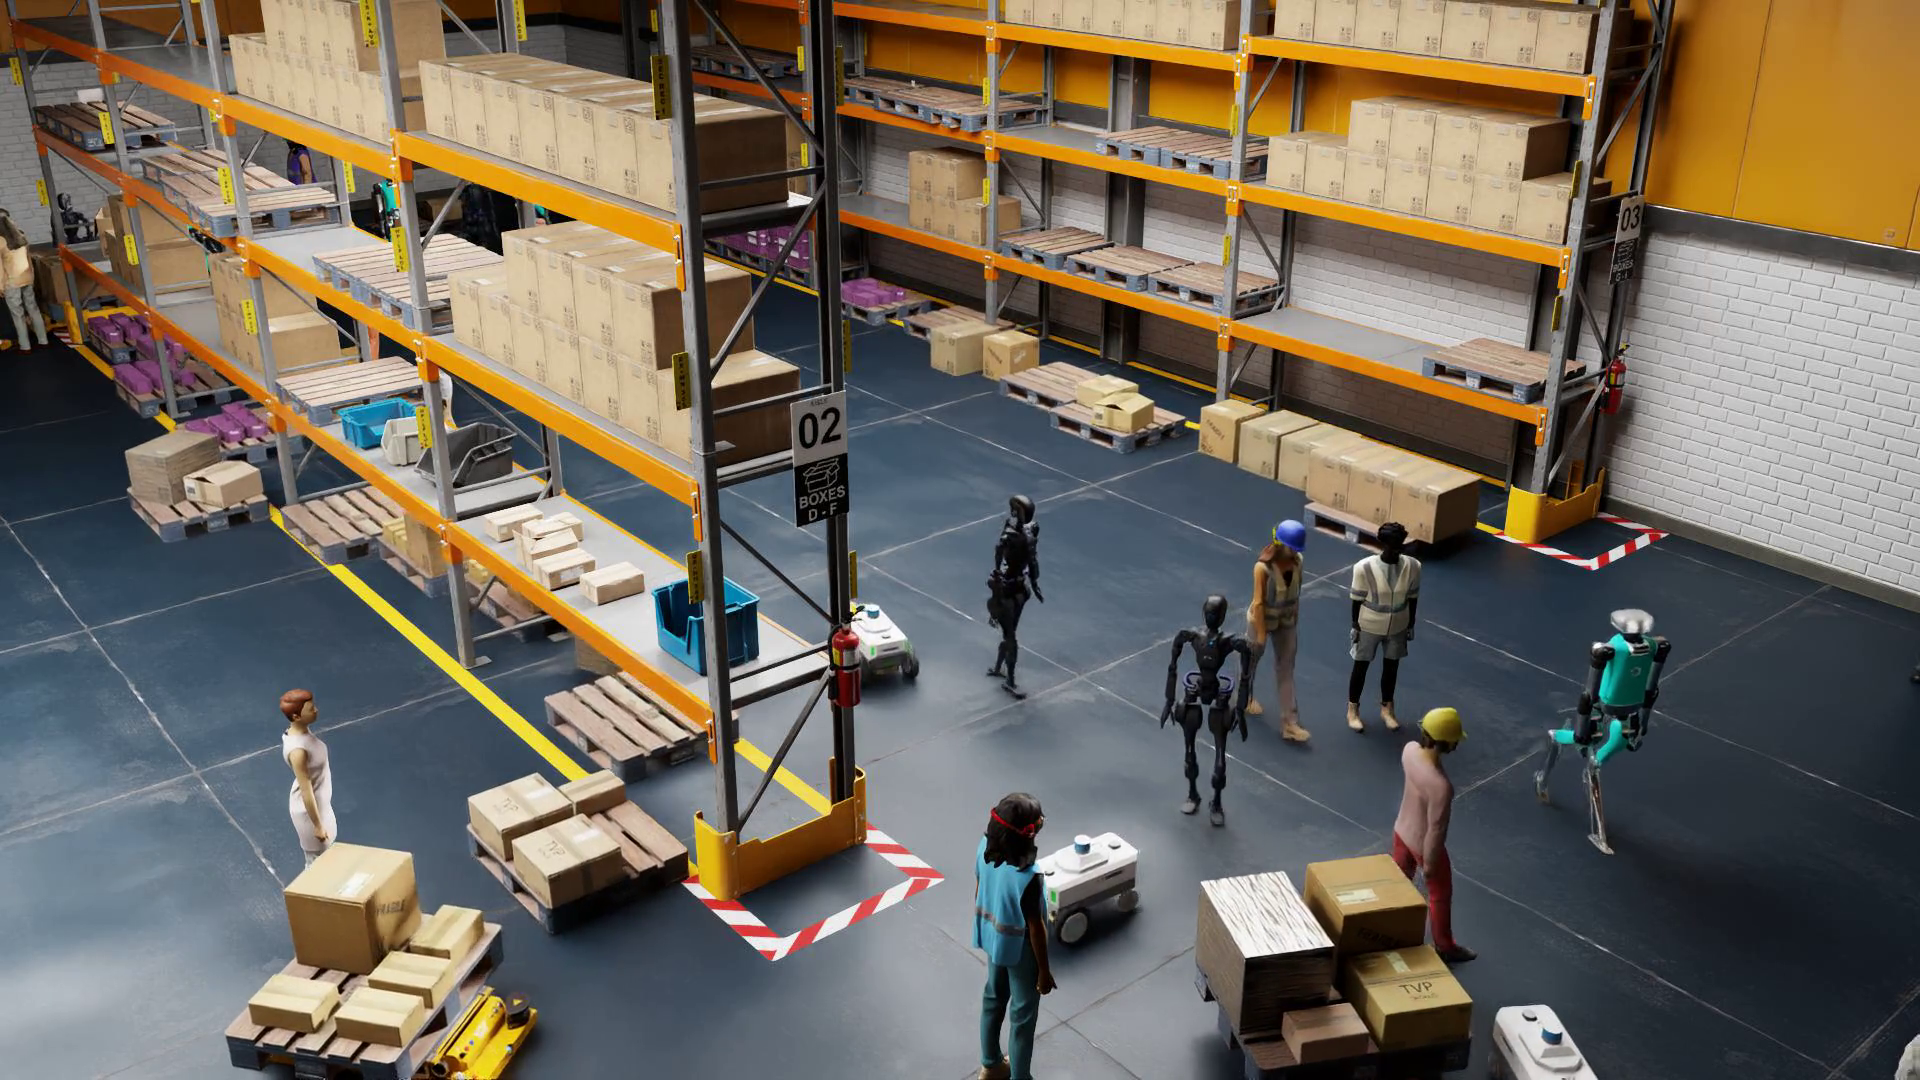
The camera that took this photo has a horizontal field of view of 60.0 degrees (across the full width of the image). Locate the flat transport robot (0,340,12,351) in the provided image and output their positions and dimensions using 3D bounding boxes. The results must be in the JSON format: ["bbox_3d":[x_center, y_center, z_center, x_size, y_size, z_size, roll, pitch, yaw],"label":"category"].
[{"bbox_3d":[-12.803,-2.349,21.083,0.659,0.231,1.431,4,24,8],"label":"flat transport robot"}]

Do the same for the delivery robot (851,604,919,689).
[{"bbox_3d":[-0.683,0.830,13.384,0.499,0.613,0.814,-10,25,-23],"label":"delivery robot"}]

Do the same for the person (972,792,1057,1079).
[{"bbox_3d":[0.277,2.139,8.675,0.377,1.865,0.545,-16,28,-33],"label":"person"}]

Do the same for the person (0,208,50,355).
[{"bbox_3d":[-12.078,-3.312,21.309,0.389,1.870,0.557,8,25,17],"label":"person"}]

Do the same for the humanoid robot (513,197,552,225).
[{"bbox_3d":[-6.749,-5.389,26.285,0.829,1.755,0.532,21,31,40],"label":"humanoid robot"}]

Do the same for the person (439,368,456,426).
[{"bbox_3d":[-5.493,-1.571,17.407,0.334,1.752,0.563,-13,26,-27],"label":"person"}]

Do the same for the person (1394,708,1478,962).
[{"bbox_3d":[2.702,1.741,9.753,0.770,1.739,0.529,-6,24,-13],"label":"person"}]

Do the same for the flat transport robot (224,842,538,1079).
[{"bbox_3d":[-3.174,2.729,9.325,1.431,0.231,0.659,5,24,12],"label":"flat transport robot"}]

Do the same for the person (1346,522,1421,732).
[{"bbox_3d":[3.140,0.639,12.372,0.531,1.691,0.319,-3,23,-6],"label":"person"}]

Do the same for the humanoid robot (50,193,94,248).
[{"bbox_3d":[-12.406,-4.066,23.369,0.613,1.644,0.748,0,23,0],"label":"humanoid robot"}]

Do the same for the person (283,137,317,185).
[{"bbox_3d":[-10.510,-5.634,26.594,0.409,1.931,0.531,-21,31,-39],"label":"person"}]

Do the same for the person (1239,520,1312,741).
[{"bbox_3d":[2.367,0.628,12.350,0.478,1.706,0.899,-9,25,-21],"label":"person"}]

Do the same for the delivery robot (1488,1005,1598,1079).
[{"bbox_3d":[3.091,2.806,8.773,0.499,0.586,0.780,-2,23,-5],"label":"delivery robot"}]

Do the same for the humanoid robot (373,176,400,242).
[{"bbox_3d":[-8.060,-4.469,23.971,0.533,1.677,0.735,-12,26,-25],"label":"humanoid robot"}]

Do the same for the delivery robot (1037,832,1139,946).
[{"bbox_3d":[0.746,2.120,10.365,0.785,0.589,0.499,-15,27,-31],"label":"delivery robot"}]

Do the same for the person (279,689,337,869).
[{"bbox_3d":[-3.893,1.650,10.064,0.286,1.660,0.438,-9,25,-19],"label":"person"}]

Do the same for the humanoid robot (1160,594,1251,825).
[{"bbox_3d":[1.654,1.132,11.238,0.608,1.648,0.378,6,24,13],"label":"humanoid robot"}]

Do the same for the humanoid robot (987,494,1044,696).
[{"bbox_3d":[0.409,0.388,12.989,0.460,1.639,0.595,16,28,33],"label":"humanoid robot"}]

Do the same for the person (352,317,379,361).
[{"bbox_3d":[-7.197,-2.751,20.139,0.501,1.759,0.339,15,27,30],"label":"person"}]

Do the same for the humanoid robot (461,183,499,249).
[{"bbox_3d":[-7.241,-4.733,24.904,0.610,1.632,0.771,8,25,17],"label":"humanoid robot"}]

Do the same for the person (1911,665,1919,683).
[{"bbox_3d":[7.813,0.264,12.953,0.547,1.924,0.387,14,27,29],"label":"person"}]

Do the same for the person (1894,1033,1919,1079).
[{"bbox_3d":[4.924,2.426,8.027,0.591,1.864,0.750,-4,24,-10],"label":"person"}]

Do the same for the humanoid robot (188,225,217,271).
[{"bbox_3d":[-10.499,-4.058,23.204,0.668,1.813,0.554,0,23,0],"label":"humanoid robot"}]

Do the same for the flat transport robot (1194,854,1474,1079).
[{"bbox_3d":[2.032,2.791,9.181,0.659,0.231,1.431,-5,24,-11],"label":"flat transport robot"}]

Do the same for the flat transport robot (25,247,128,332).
[{"bbox_3d":[-12.089,-3.132,22.896,1.431,0.231,0.659,-19,30,-37],"label":"flat transport robot"}]

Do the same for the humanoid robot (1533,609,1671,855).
[{"bbox_3d":[4.209,1.142,11.178,0.532,1.767,0.978,-5,24,-11],"label":"humanoid robot"}]

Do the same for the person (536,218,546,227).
[{"bbox_3d":[-5.135,-3.042,20.624,0.414,1.908,0.642,7,24,17],"label":"person"}]
